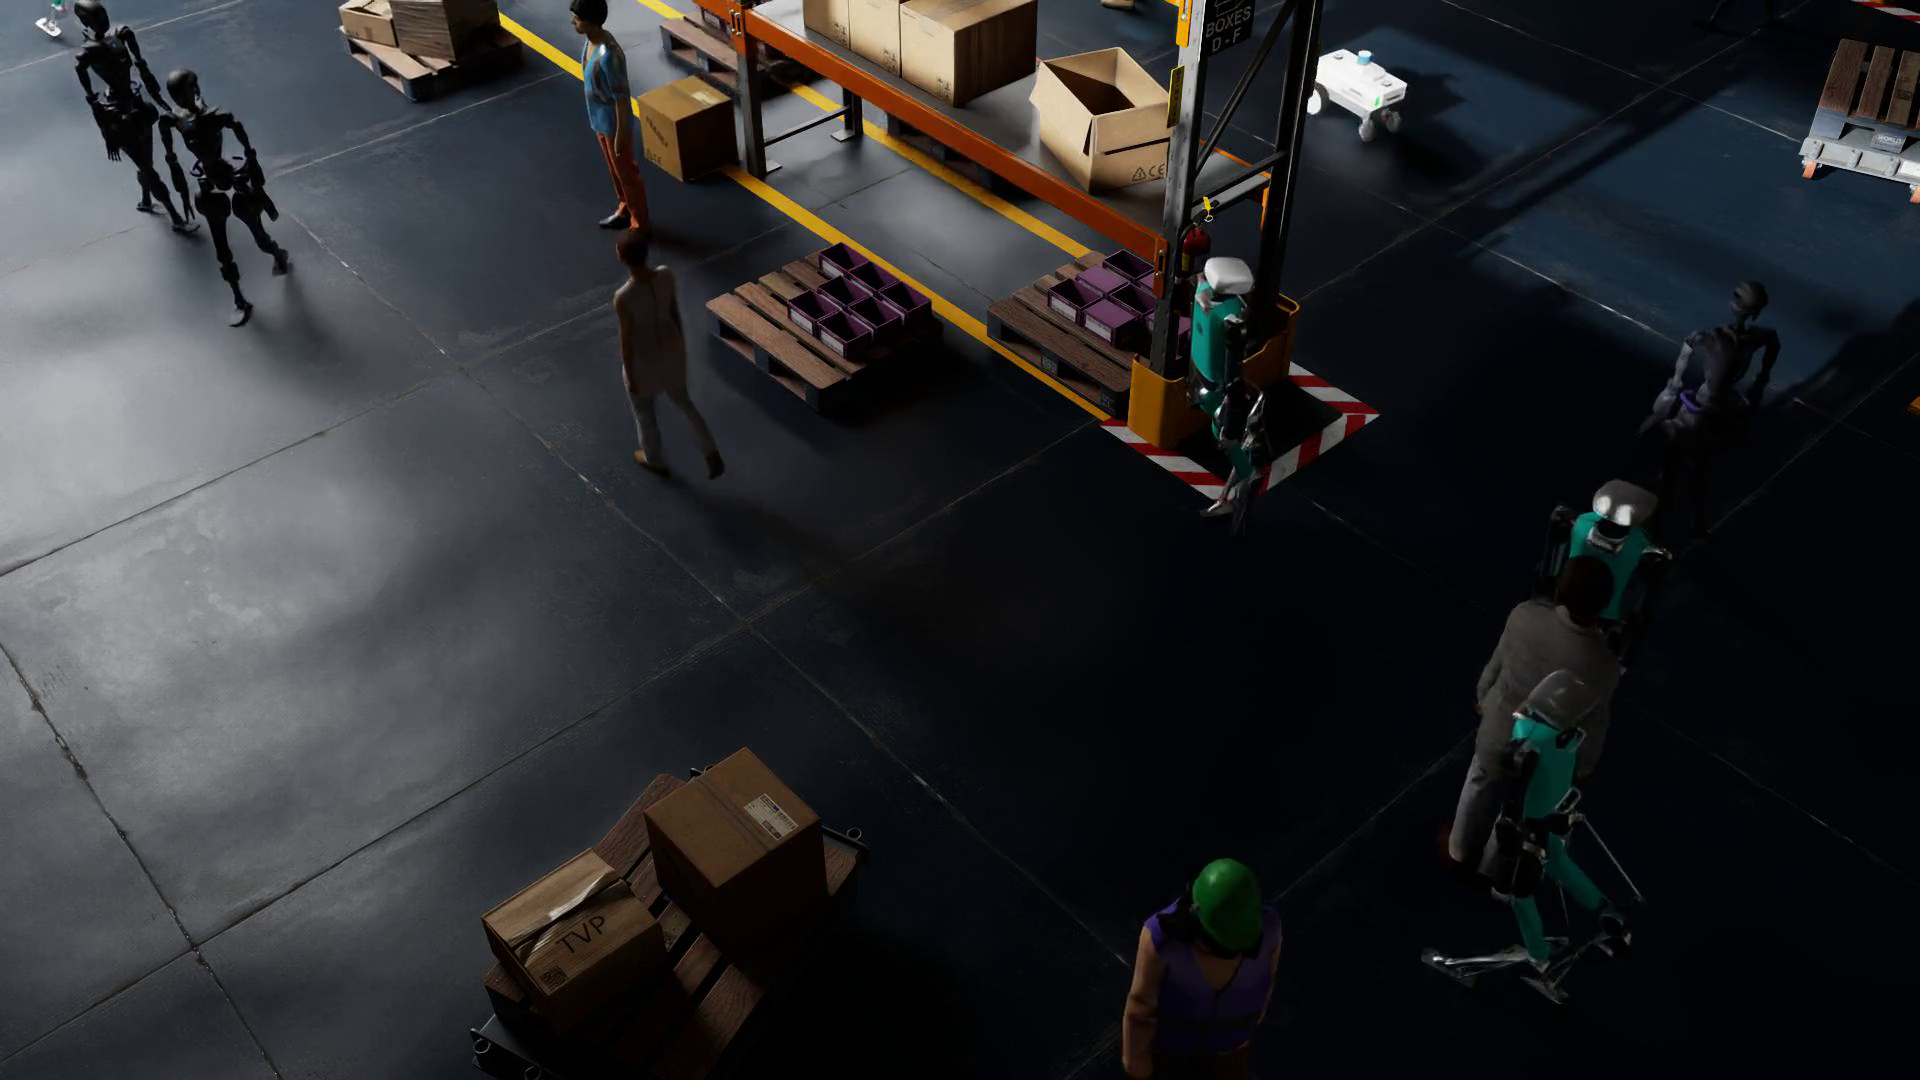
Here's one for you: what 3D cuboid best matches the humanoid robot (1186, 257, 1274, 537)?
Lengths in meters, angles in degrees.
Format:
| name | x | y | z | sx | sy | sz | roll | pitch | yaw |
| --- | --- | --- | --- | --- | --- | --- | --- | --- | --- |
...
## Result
| name | x | y | z | sx | sy | sz | roll | pitch | yaw |
| --- | --- | --- | --- | --- | --- | --- | --- | --- | --- |
| humanoid robot | 1.513 | -0.709 | 8.862 | 0.708 | 1.894 | 0.538 | -13 | 44 | -14 |

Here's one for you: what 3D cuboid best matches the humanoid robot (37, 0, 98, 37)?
| name | x | y | z | sx | sy | sz | roll | pitch | yaw |
| --- | --- | --- | --- | --- | --- | --- | --- | --- | --- |
| humanoid robot | -7.201 | -4.671 | 13.114 | 1.013 | 1.749 | 0.532 | 25 | 48 | 25 |

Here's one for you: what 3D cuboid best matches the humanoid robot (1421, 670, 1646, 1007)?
| name | x | y | z | sx | sy | sz | roll | pitch | yaw |
| --- | --- | --- | --- | --- | --- | --- | --- | --- | --- |
| humanoid robot | 2.413 | 1.310 | 6.593 | 0.871 | 1.768 | 0.530 | 31 | 51 | 29 |

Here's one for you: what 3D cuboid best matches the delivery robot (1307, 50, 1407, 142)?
| name | x | y | z | sx | sy | sz | roll | pitch | yaw |
| --- | --- | --- | --- | --- | --- | --- | --- | --- | --- |
| delivery robot | 3.006 | -3.413 | 12.603 | 0.499 | 0.604 | 0.801 | -24 | 48 | -24 |

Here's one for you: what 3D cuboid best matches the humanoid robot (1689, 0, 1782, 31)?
| name | x | y | z | sx | sy | sz | roll | pitch | yaw |
| --- | --- | --- | --- | --- | --- | --- | --- | --- | --- |
| humanoid robot | 6.506 | -4.896 | 13.415 | 0.774 | 1.624 | 0.613 | 8 | 43 | 9 |

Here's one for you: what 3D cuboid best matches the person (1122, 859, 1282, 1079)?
| name | x | y | z | sx | sy | sz | roll | pitch | yaw |
| --- | --- | --- | --- | --- | --- | --- | --- | --- | --- |
| person | 0.850 | 1.831 | 5.912 | 0.564 | 1.895 | 0.858 | -2 | 43 | -2 |

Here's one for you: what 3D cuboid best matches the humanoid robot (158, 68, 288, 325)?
| name | x | y | z | sx | sy | sz | roll | pitch | yaw |
| --- | --- | --- | --- | --- | --- | --- | --- | --- | --- |
| humanoid robot | -4.640 | -2.224 | 10.523 | 0.608 | 1.646 | 0.778 | -1 | 43 | -1 |

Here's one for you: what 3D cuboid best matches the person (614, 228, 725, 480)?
| name | x | y | z | sx | sy | sz | roll | pitch | yaw |
| --- | --- | --- | --- | --- | --- | --- | --- | --- | --- |
| person | -1.637 | -0.973 | 9.133 | 0.454 | 1.635 | 0.598 | -32 | 51 | -30 |

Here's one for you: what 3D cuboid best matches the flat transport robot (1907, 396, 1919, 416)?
| name | x | y | z | sx | sy | sz | roll | pitch | yaw |
| --- | --- | --- | --- | --- | --- | --- | --- | --- | --- |
| flat transport robot | 6.467 | -0.989 | 10.171 | 1.431 | 0.231 | 0.659 | -31 | 51 | -29 |

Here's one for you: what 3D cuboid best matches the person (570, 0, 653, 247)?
| name | x | y | z | sx | sy | sz | roll | pitch | yaw |
| --- | --- | --- | --- | --- | --- | --- | --- | --- | --- |
| person | -2.313 | -2.767 | 10.998 | 0.315 | 1.765 | 0.494 | -18 | 46 | -19 |

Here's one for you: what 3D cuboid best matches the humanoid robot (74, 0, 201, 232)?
| name | x | y | z | sx | sy | sz | roll | pitch | yaw |
| --- | --- | --- | --- | --- | --- | --- | --- | --- | --- |
| humanoid robot | -5.540 | -2.869 | 11.192 | 0.678 | 1.635 | 0.592 | 13 | 44 | 14 |

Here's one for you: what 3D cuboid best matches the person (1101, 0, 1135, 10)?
| name | x | y | z | sx | sy | sz | roll | pitch | yaw |
| --- | --- | --- | --- | --- | --- | --- | --- | --- | --- |
| person | 1.407 | -5.308 | 13.705 | 0.346 | 1.846 | 0.505 | 14 | 44 | 15 |

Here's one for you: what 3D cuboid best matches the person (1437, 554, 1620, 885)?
| name | x | y | z | sx | sy | sz | roll | pitch | yaw |
| --- | --- | --- | --- | --- | --- | --- | --- | --- | --- |
| person | 2.426 | 0.813 | 7.070 | 0.582 | 1.818 | 0.420 | 34 | 52 | 31 |

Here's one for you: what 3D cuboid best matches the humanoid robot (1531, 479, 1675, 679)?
| name | x | y | z | sx | sy | sz | roll | pitch | yaw |
| --- | --- | --- | --- | --- | --- | --- | --- | --- | --- |
| humanoid robot | 2.912 | 0.356 | 7.640 | 0.537 | 1.812 | 0.737 | 28 | 49 | 27 |

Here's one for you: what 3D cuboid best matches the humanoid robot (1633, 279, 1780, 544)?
| name | x | y | z | sx | sy | sz | roll | pitch | yaw |
| --- | --- | --- | --- | --- | --- | --- | --- | --- | --- |
| humanoid robot | 3.900 | -0.604 | 8.718 | 0.614 | 1.642 | 0.411 | -4 | 43 | -5 |
